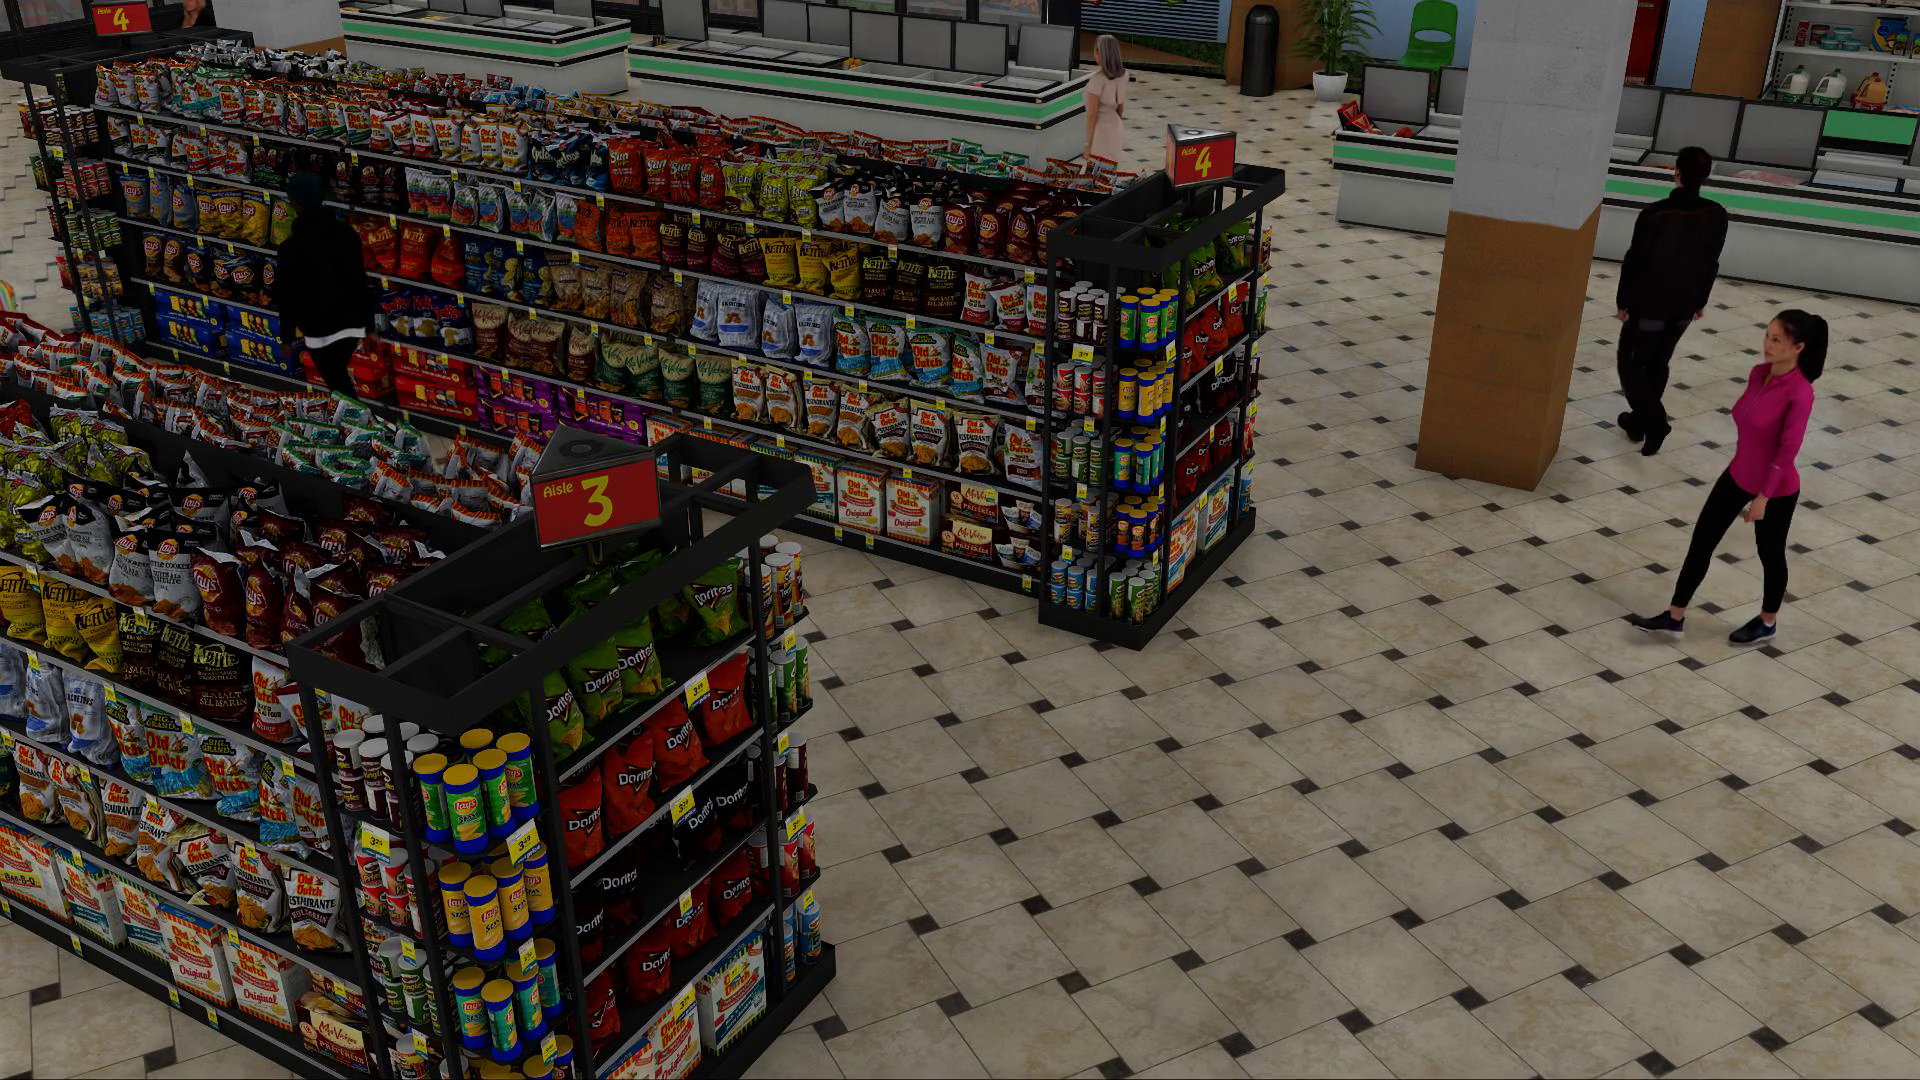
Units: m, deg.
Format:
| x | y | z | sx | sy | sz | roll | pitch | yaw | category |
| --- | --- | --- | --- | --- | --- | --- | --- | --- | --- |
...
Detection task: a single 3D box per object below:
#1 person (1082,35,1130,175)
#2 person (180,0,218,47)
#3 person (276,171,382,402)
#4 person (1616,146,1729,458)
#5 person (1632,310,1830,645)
| x | y | z | sx | sy | sz | roll | pitch | yaw | category |
| --- | --- | --- | --- | --- | --- | --- | --- | --- | --- |
| 1.174 | -3.187 | 13.430 | 0.609 | 1.734 | 0.638 | 22 | 34 | 36 | person |
| -7.256 | -4.486 | 16.066 | 0.485 | 1.668 | 0.667 | 12 | 29 | 22 | person |
| -3.454 | -1.147 | 9.339 | 0.737 | 1.797 | 0.661 | 14 | 30 | 25 | person |
| 4.136 | -1.347 | 9.706 | 1.094 | 1.821 | 1.107 | -2 | 27 | -4 | person |
| 3.793 | -0.253 | 7.710 | 1.021 | 1.675 | 0.946 | -7 | 28 | -13 | person |
